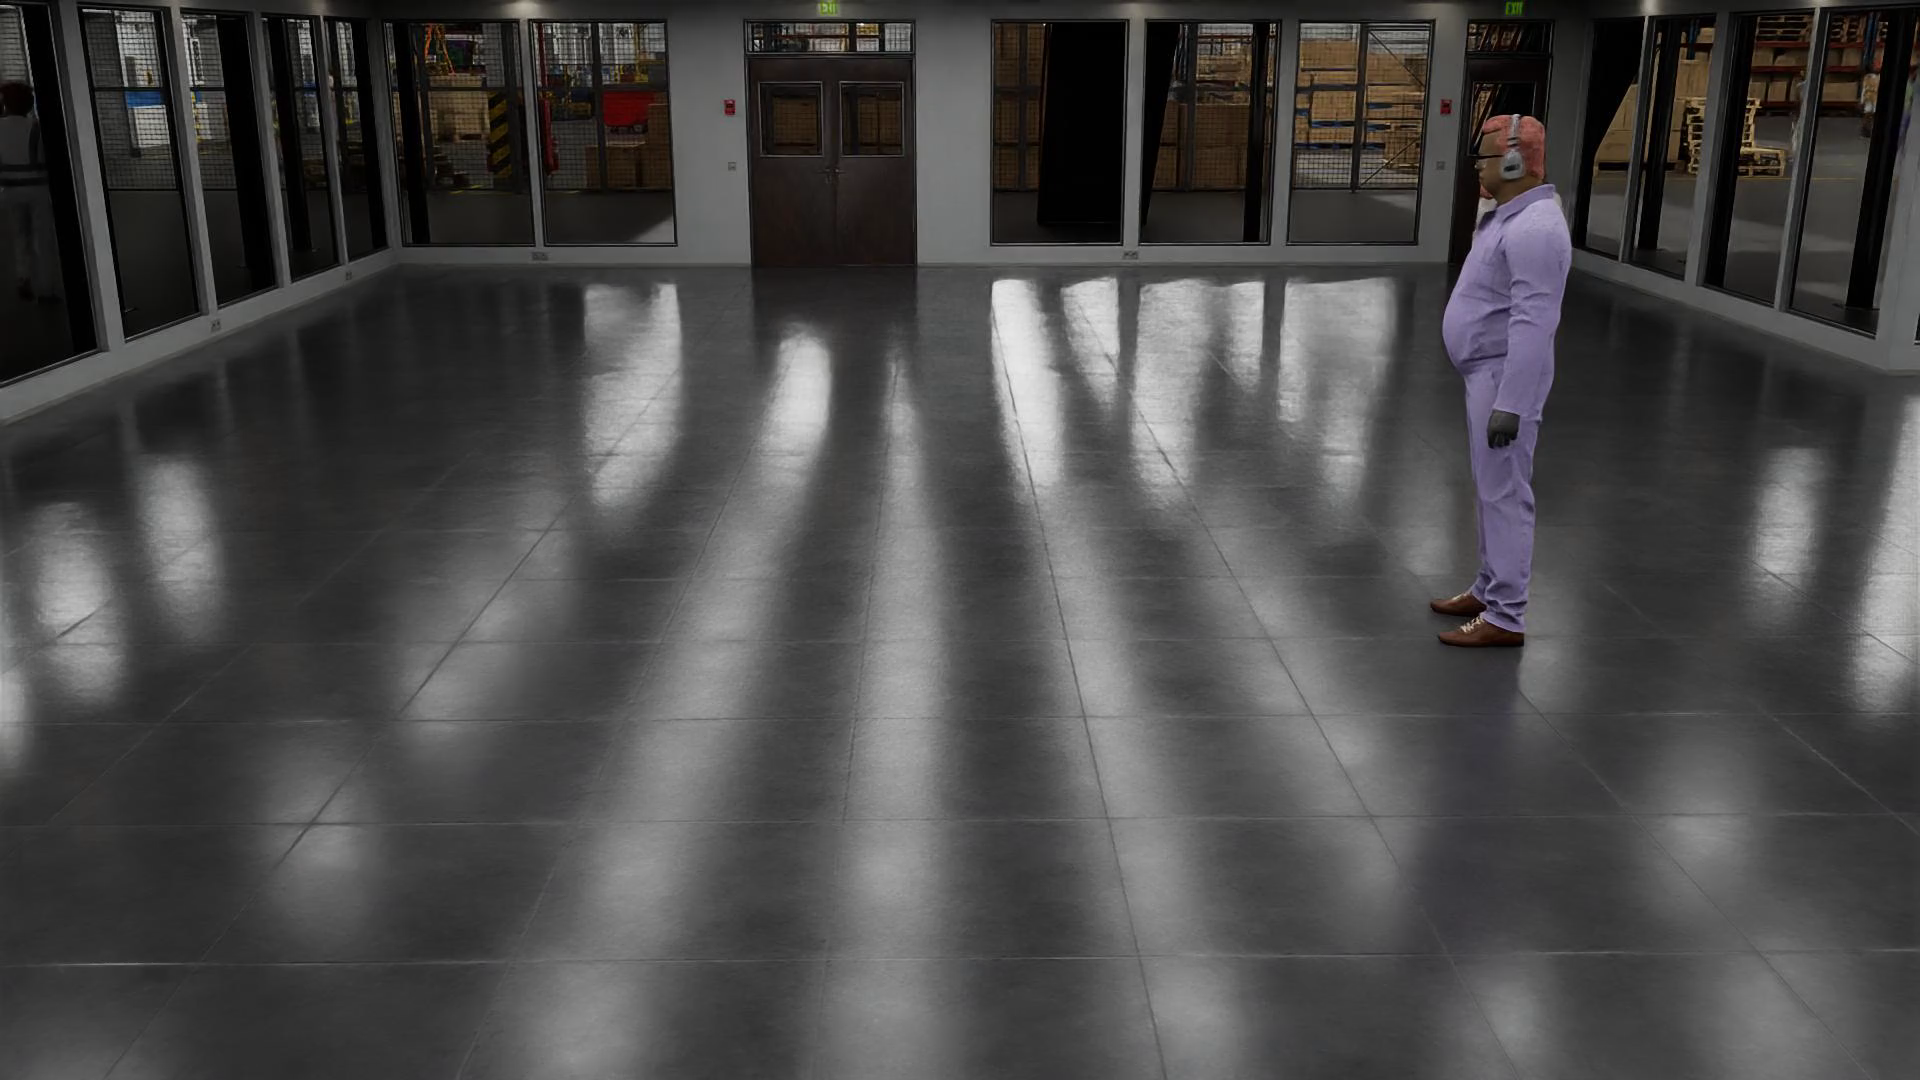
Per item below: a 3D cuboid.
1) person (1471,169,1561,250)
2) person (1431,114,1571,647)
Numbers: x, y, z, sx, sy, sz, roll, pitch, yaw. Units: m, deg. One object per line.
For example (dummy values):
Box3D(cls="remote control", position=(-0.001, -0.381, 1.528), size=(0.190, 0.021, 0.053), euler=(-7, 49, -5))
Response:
Box3D(cls="person", position=(3.357, -1.596, 10.053), size=(0.507, 1.609, 0.662), euler=(-1, 16, -2))
Box3D(cls="person", position=(1.933, -0.557, 6.004), size=(0.401, 1.904, 0.651), euler=(4, 17, 12))
